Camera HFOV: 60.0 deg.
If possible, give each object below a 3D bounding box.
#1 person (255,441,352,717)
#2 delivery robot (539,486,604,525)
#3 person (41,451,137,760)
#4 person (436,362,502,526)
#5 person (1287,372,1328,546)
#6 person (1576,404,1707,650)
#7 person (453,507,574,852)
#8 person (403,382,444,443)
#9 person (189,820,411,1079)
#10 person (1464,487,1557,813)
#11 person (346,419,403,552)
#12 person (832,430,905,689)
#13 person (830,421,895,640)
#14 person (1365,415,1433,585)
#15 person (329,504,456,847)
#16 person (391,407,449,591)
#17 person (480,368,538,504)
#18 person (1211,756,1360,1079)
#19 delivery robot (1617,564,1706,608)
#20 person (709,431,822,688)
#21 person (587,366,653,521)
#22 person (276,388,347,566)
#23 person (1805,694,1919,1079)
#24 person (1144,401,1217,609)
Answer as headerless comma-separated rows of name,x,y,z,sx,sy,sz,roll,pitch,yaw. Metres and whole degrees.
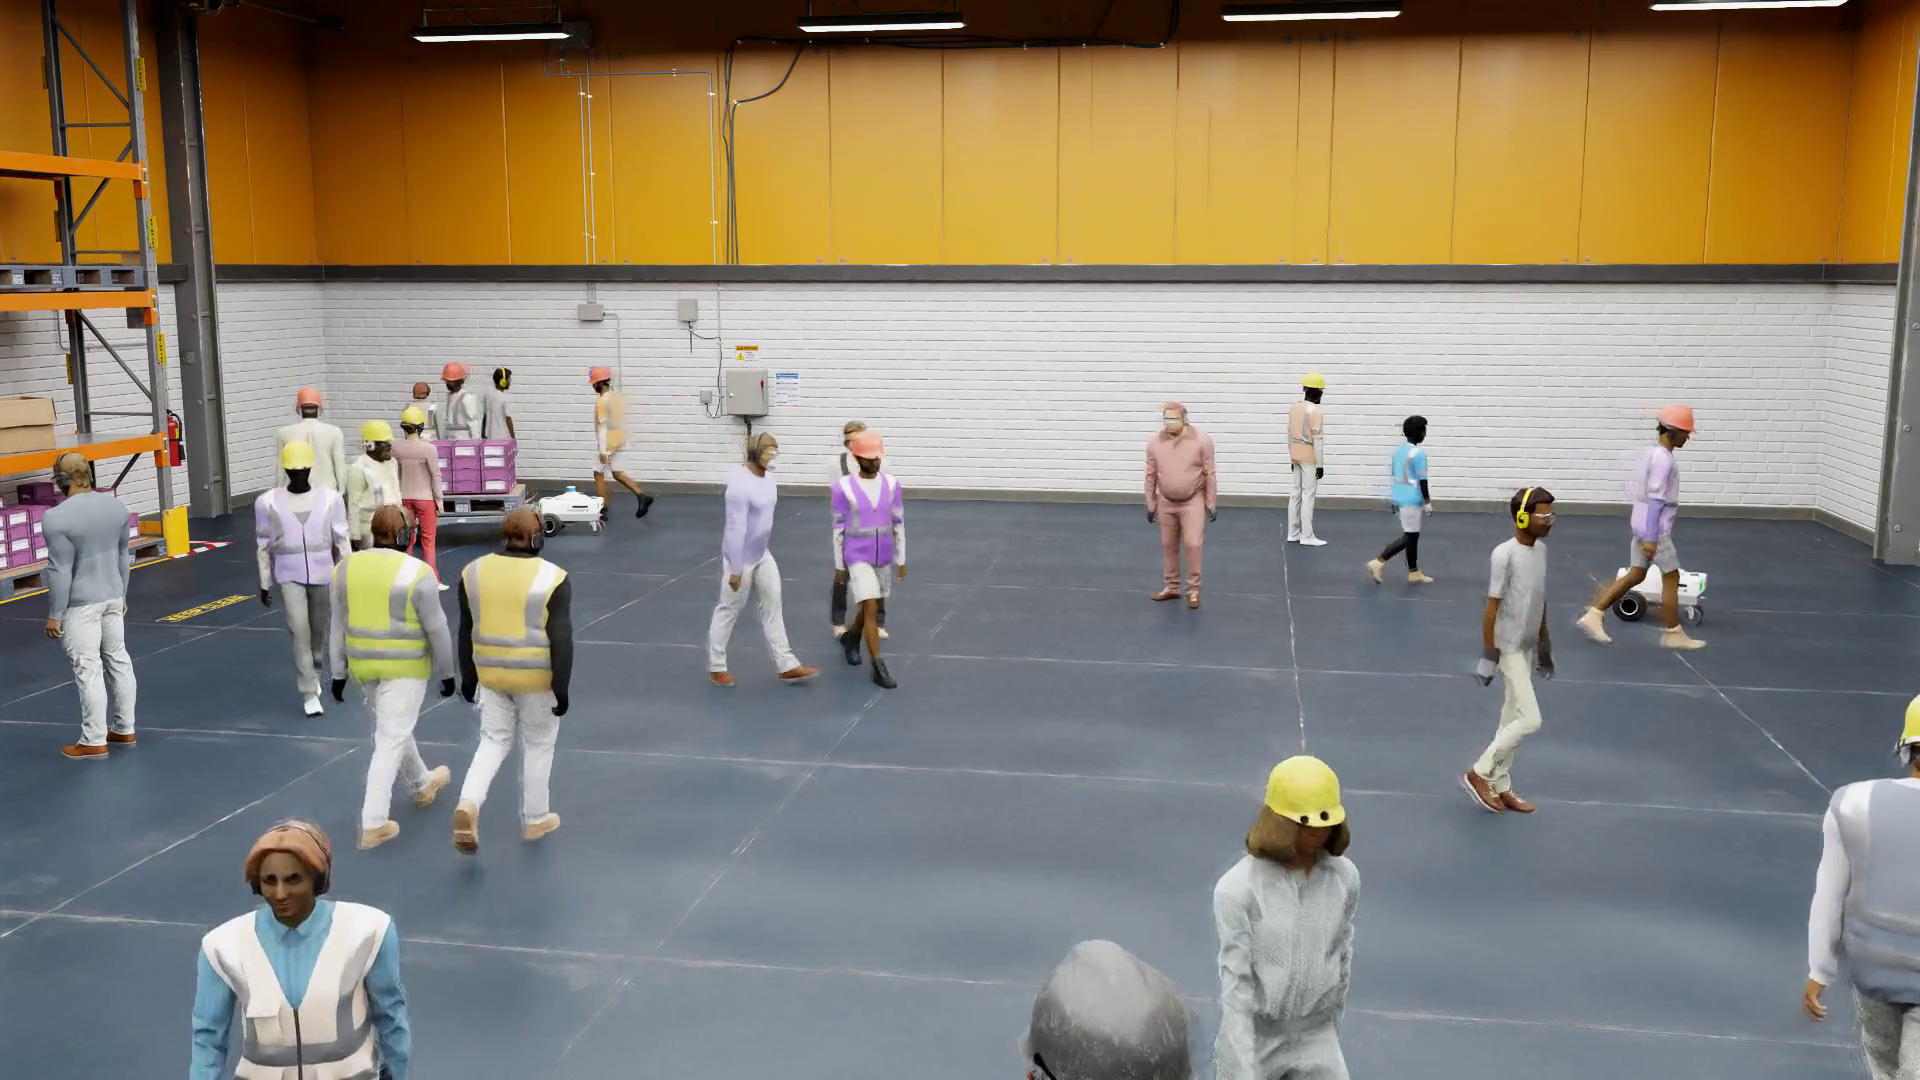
person,-4.569,0.235,11.628,0.604,1.877,0.987,-5,11,-29
delivery robot,-4.485,-0.377,19.214,0.707,0.478,0.477,-1,9,-4
person,-5.440,0.407,10.381,0.372,1.934,0.627,3,10,15
person,-5.932,-1.168,20.033,1.060,1.985,0.621,-6,11,-32
person,3.878,-0.900,18.509,0.380,1.922,0.593,-3,10,-21
person,5.519,-0.104,13.399,0.959,2.000,0.665,2,9,13
person,-2.339,0.744,8.668,0.666,1.815,0.737,2,9,13
person,-6.854,-1.206,21.297,0.513,1.638,0.307,0,9,2
person,-1.748,1.535,4.420,0.537,1.592,0.846,-2,9,-11
person,3.134,0.622,9.284,0.405,1.857,0.505,8,12,39
person,-5.032,-0.136,14.145,0.806,1.805,0.598,2,9,11
person,-0.713,0.098,12.447,0.553,1.900,0.962,-5,10,-27
person,-0.795,-0.077,13.701,0.550,1.827,0.378,-1,9,-5
person,4.255,-0.372,15.995,0.709,1.671,0.535,-1,9,-7
person,-3.050,0.693,9.070,0.638,1.781,0.969,3,10,17
person,-5.132,-0.376,15.746,0.525,1.772,0.305,2,9,13
person,-5.814,-1.281,21.235,0.528,1.805,0.984,7,12,39
person,0.947,1.449,4.608,0.490,1.707,0.844,-3,10,-17
delivery robot,6.115,0.383,14.496,0.707,0.478,0.477,4,10,26
person,-1.471,0.157,12.099,0.859,1.885,0.654,4,10,21
person,-4.163,-1.161,20.213,0.802,1.902,0.589,3,10,16
person,-6.193,-0.476,15.886,0.636,1.937,1.057,-3,10,-20
person,2.960,1.328,5.119,0.615,1.791,0.943,9,13,43
person,1.992,-0.324,15.132,0.677,1.877,0.595,4,10,21
